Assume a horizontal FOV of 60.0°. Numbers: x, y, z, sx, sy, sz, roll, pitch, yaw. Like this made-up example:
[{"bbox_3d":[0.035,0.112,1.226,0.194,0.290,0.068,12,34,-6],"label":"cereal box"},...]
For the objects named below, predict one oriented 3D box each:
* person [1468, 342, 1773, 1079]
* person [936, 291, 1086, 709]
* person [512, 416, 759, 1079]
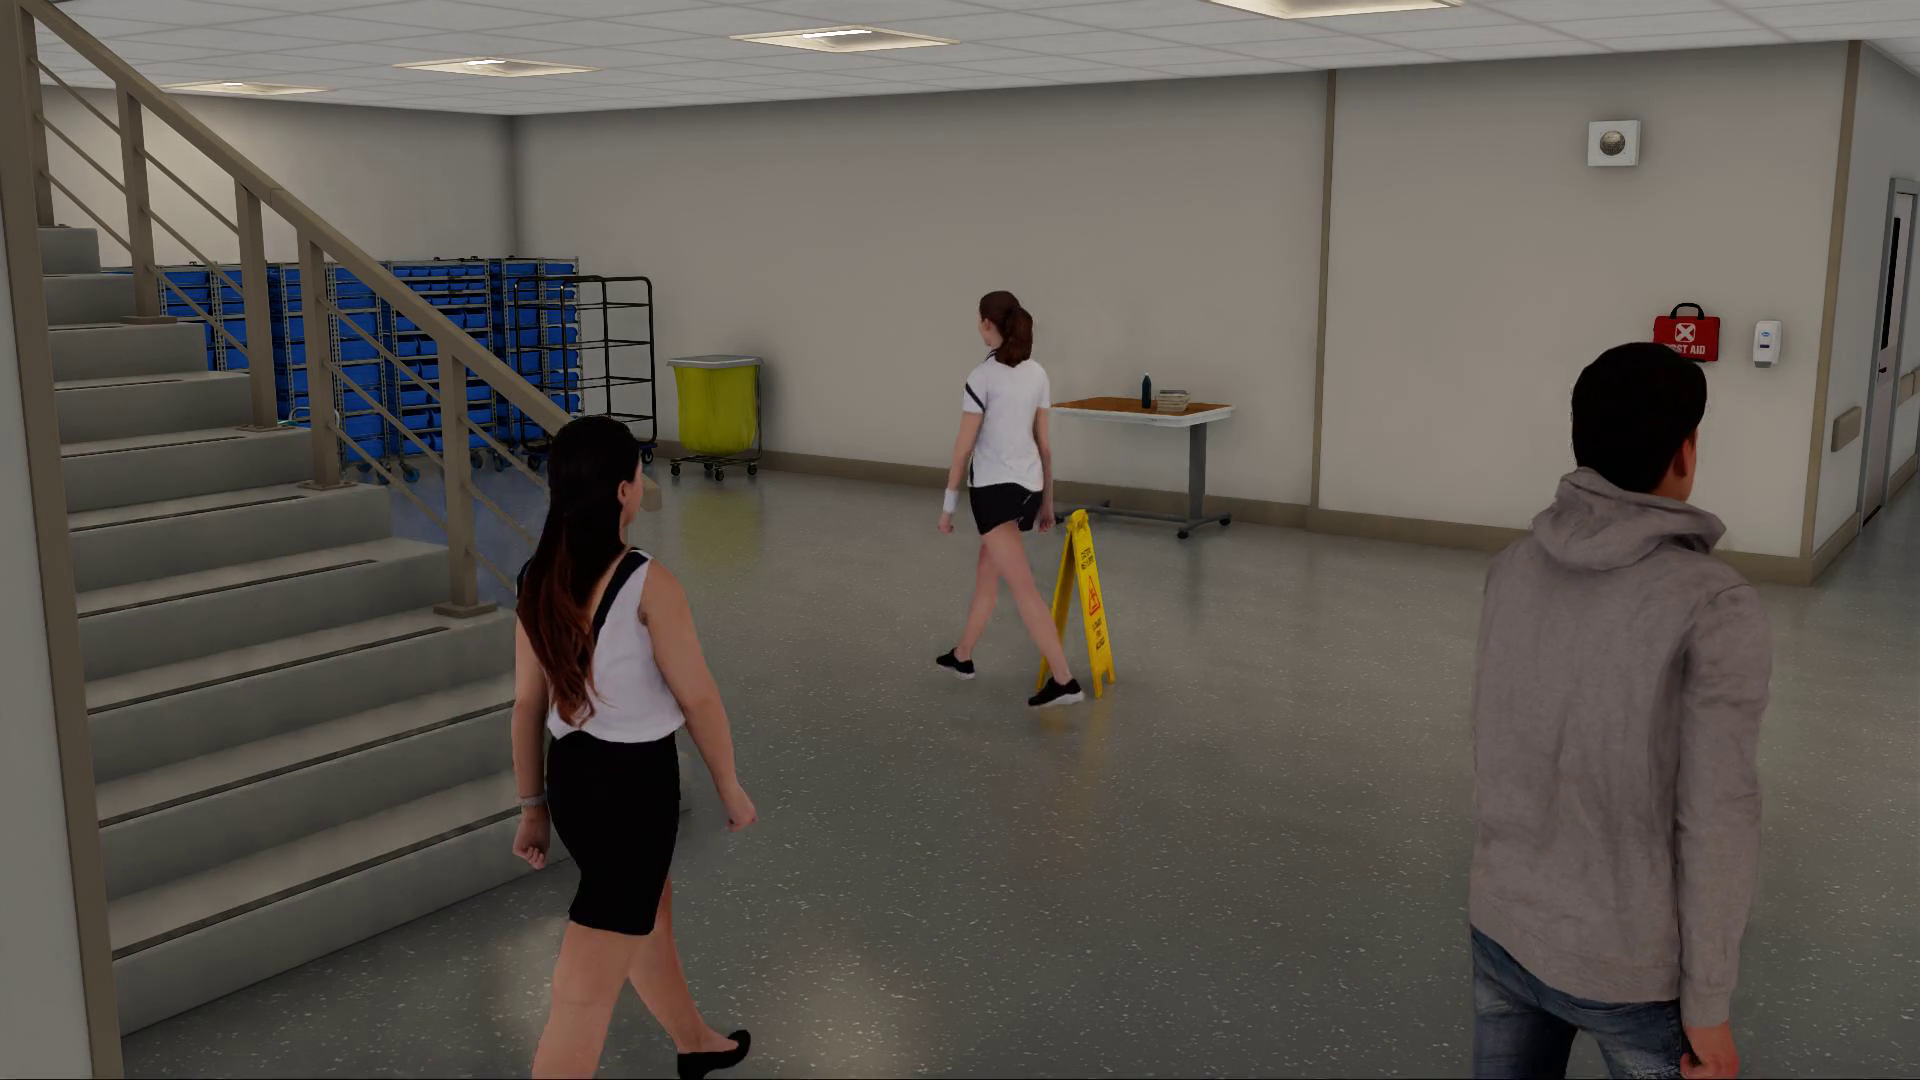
[{"bbox_3d":[0.934,0.632,2.562,0.882,1.829,0.789,-6,12,-30],"label":"person"},{"bbox_3d":[0.247,-0.116,6.868,0.866,1.693,1.261,-8,14,-38],"label":"person"},{"bbox_3d":[-0.738,0.613,3.295,1.070,1.594,0.734,6,12,27],"label":"person"}]
